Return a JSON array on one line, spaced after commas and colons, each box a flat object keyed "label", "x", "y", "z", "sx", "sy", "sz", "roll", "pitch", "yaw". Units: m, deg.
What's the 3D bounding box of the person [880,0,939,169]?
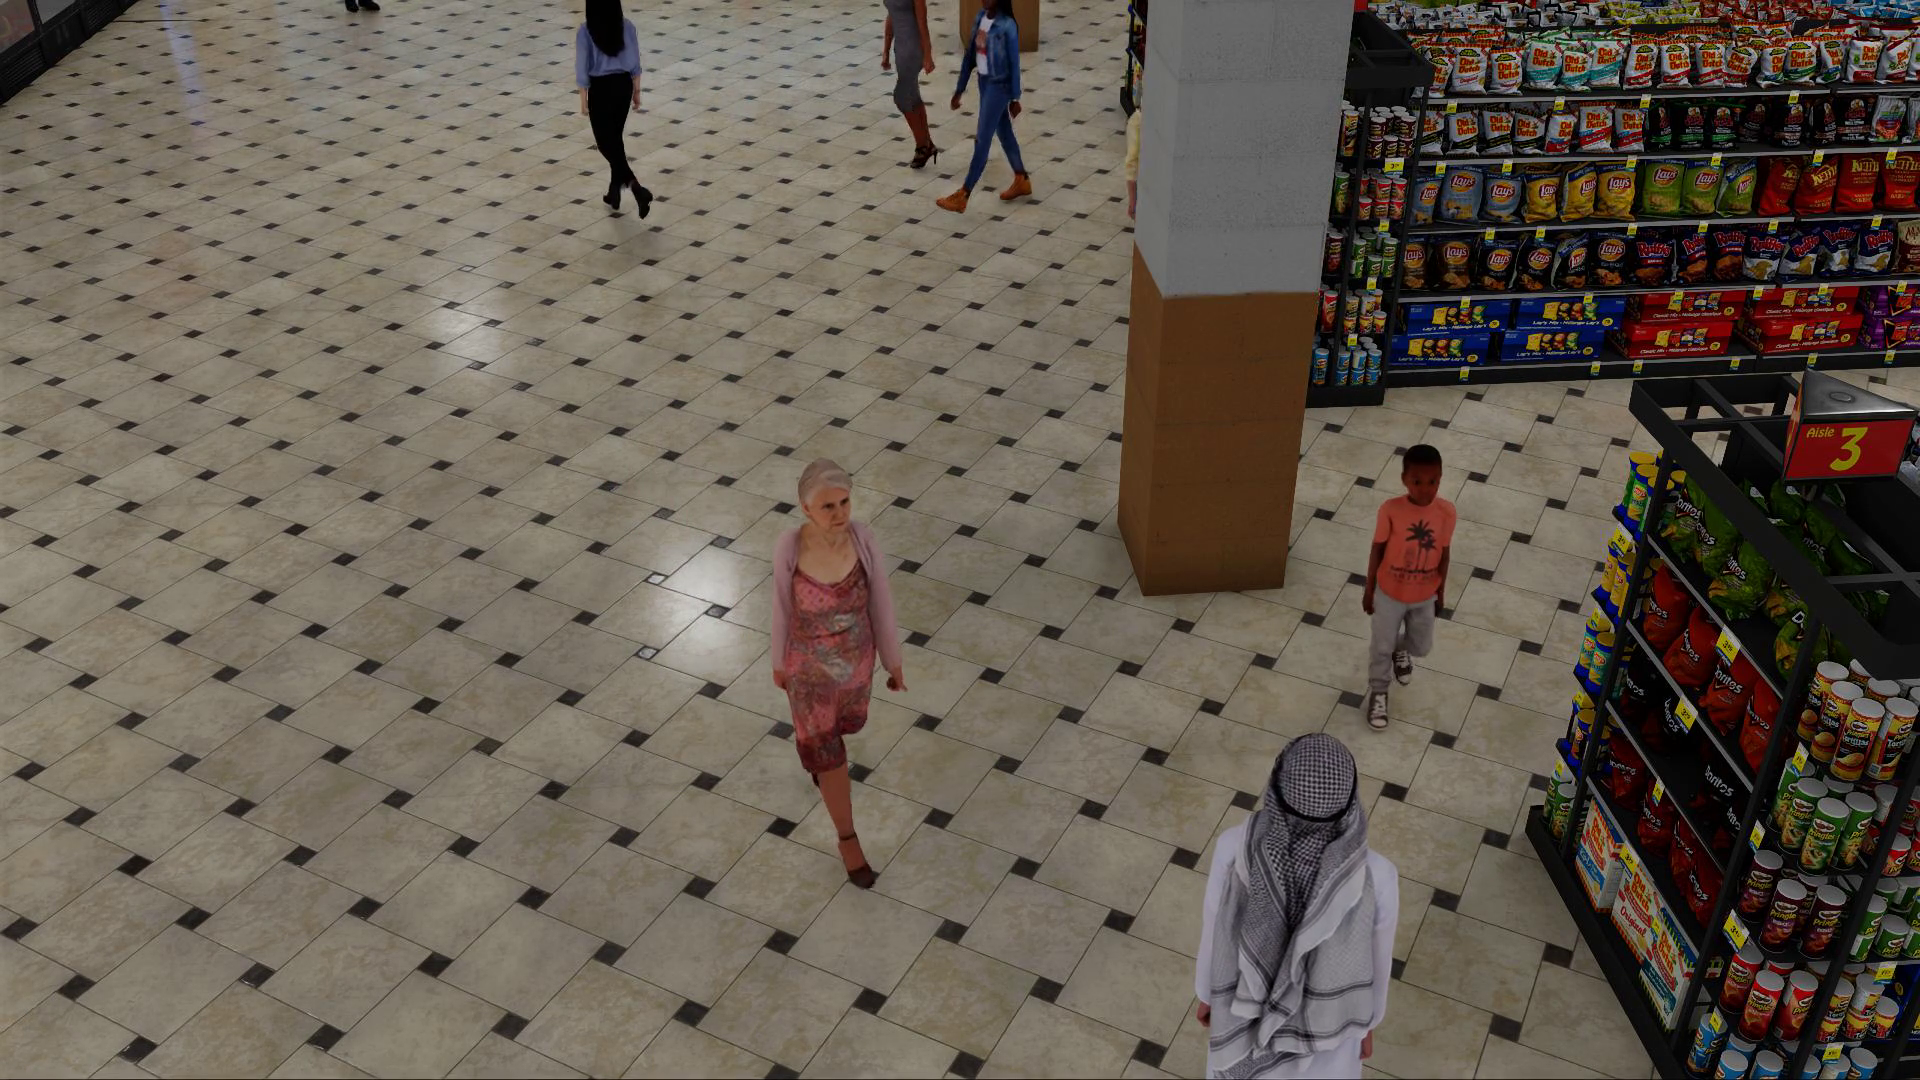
[{"label": "person", "x": -0.299, "y": -3.736, "z": 12.818, "sx": 0.755, "sy": 1.756, "sz": 0.732, "roll": -20, "pitch": 37, "yaw": -29}]

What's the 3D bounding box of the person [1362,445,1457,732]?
[{"label": "person", "x": 1.863, "y": 0.156, "z": 6.992, "sx": 0.673, "sy": 1.302, "sz": 0.629, "roll": 4, "pitch": 32, "yaw": 7}]

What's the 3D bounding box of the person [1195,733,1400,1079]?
[{"label": "person", "x": 0.895, "y": 1.305, "z": 4.558, "sx": 0.705, "sy": 1.923, "sz": 0.828, "roll": 9, "pitch": 33, "yaw": 14}]

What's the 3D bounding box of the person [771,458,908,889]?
[{"label": "person", "x": -0.522, "y": 0.408, "z": 6.268, "sx": 1.081, "sy": 1.641, "sz": 0.919, "roll": -15, "pitch": 35, "yaw": -23}]

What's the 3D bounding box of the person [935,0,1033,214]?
[{"label": "person", "x": 0.328, "y": -3.237, "z": 12.095, "sx": 1.218, "sy": 1.672, "sz": 0.952, "roll": -18, "pitch": 36, "yaw": -26}]

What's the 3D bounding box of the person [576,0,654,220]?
[{"label": "person", "x": -2.451, "y": -3.100, "z": 11.830, "sx": 1.084, "sy": 1.719, "sz": 1.060, "roll": -22, "pitch": 38, "yaw": -32}]
